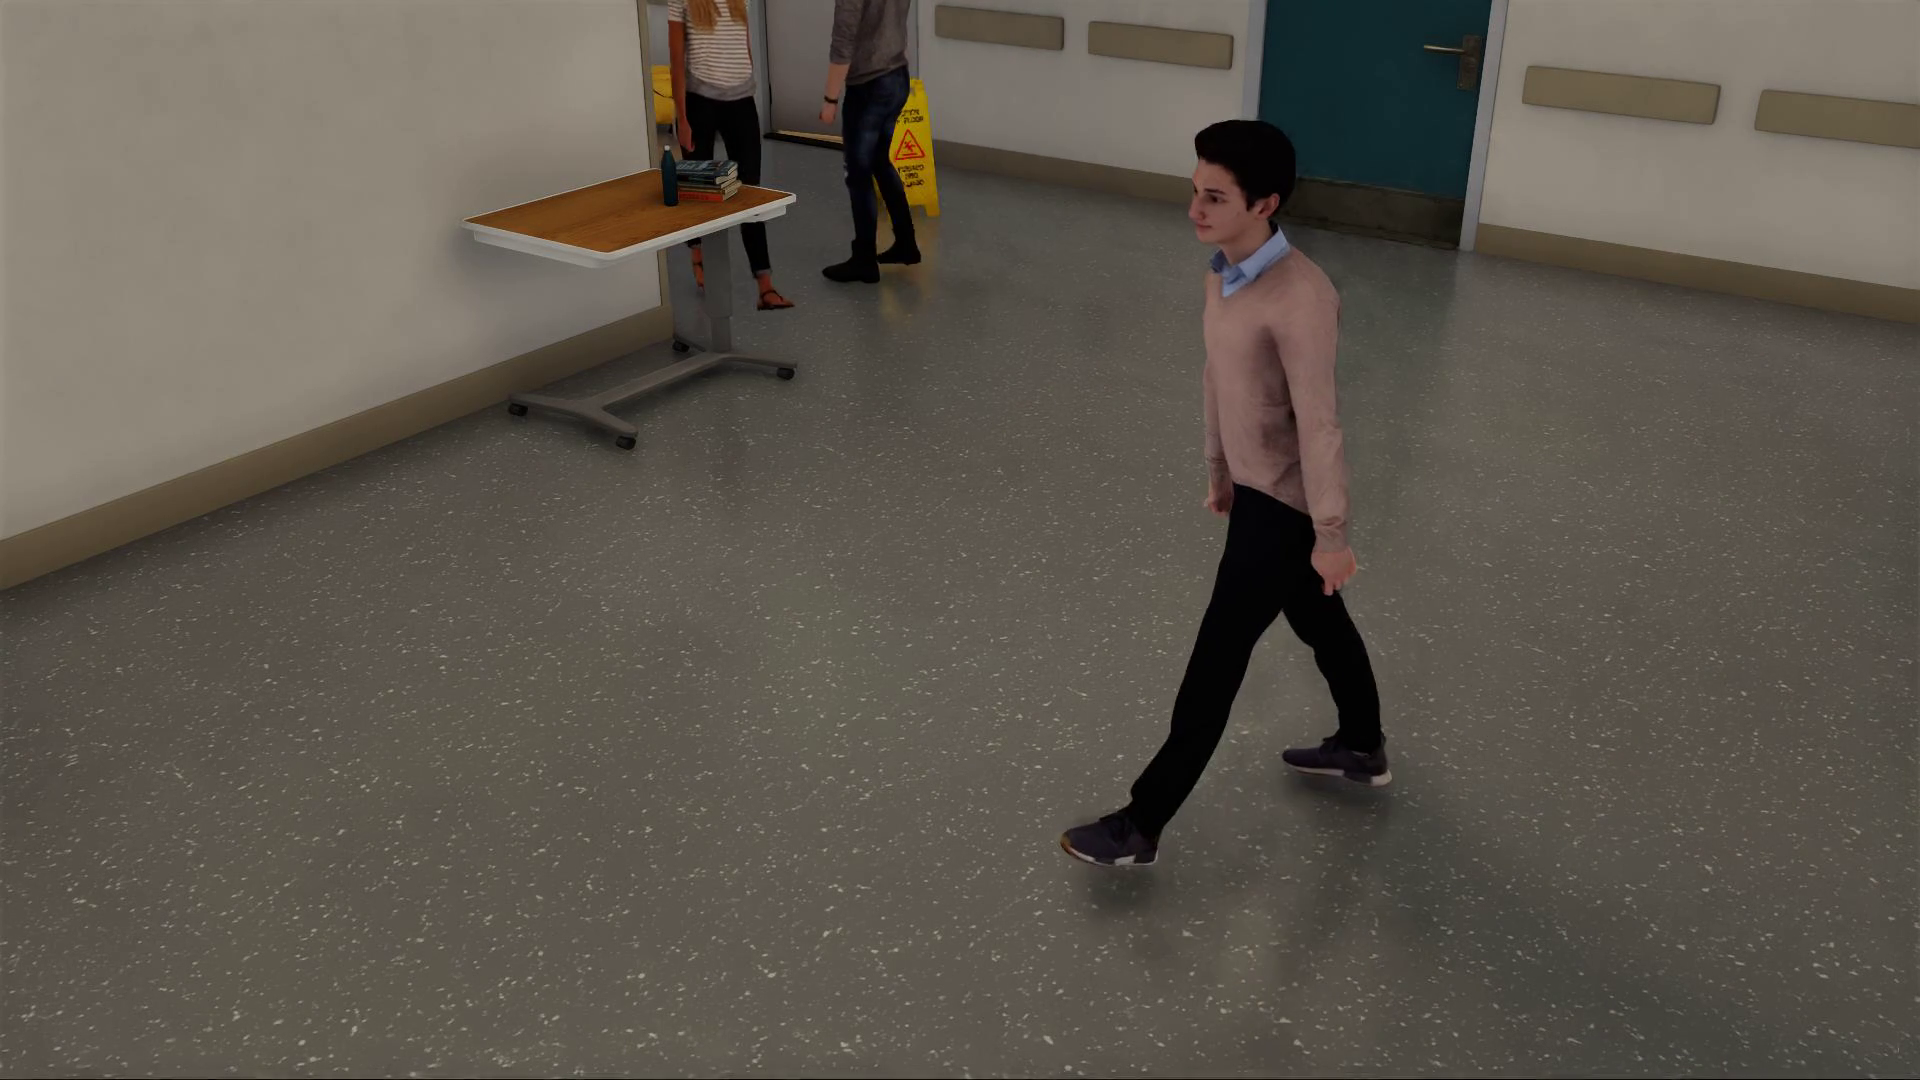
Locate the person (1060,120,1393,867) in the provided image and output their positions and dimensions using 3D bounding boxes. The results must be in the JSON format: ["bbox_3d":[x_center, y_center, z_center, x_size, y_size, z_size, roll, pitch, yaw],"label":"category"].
[{"bbox_3d":[0.772,-0.064,3.845,1.238,1.746,1.222,-5,26,-9],"label":"person"}]

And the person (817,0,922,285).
[{"bbox_3d":[-0.372,-2.177,8.051,0.694,1.898,0.765,14,29,26],"label":"person"}]

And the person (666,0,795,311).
[{"bbox_3d":[-1.191,-1.972,7.769,0.924,1.773,1.263,-16,30,-30],"label":"person"}]
